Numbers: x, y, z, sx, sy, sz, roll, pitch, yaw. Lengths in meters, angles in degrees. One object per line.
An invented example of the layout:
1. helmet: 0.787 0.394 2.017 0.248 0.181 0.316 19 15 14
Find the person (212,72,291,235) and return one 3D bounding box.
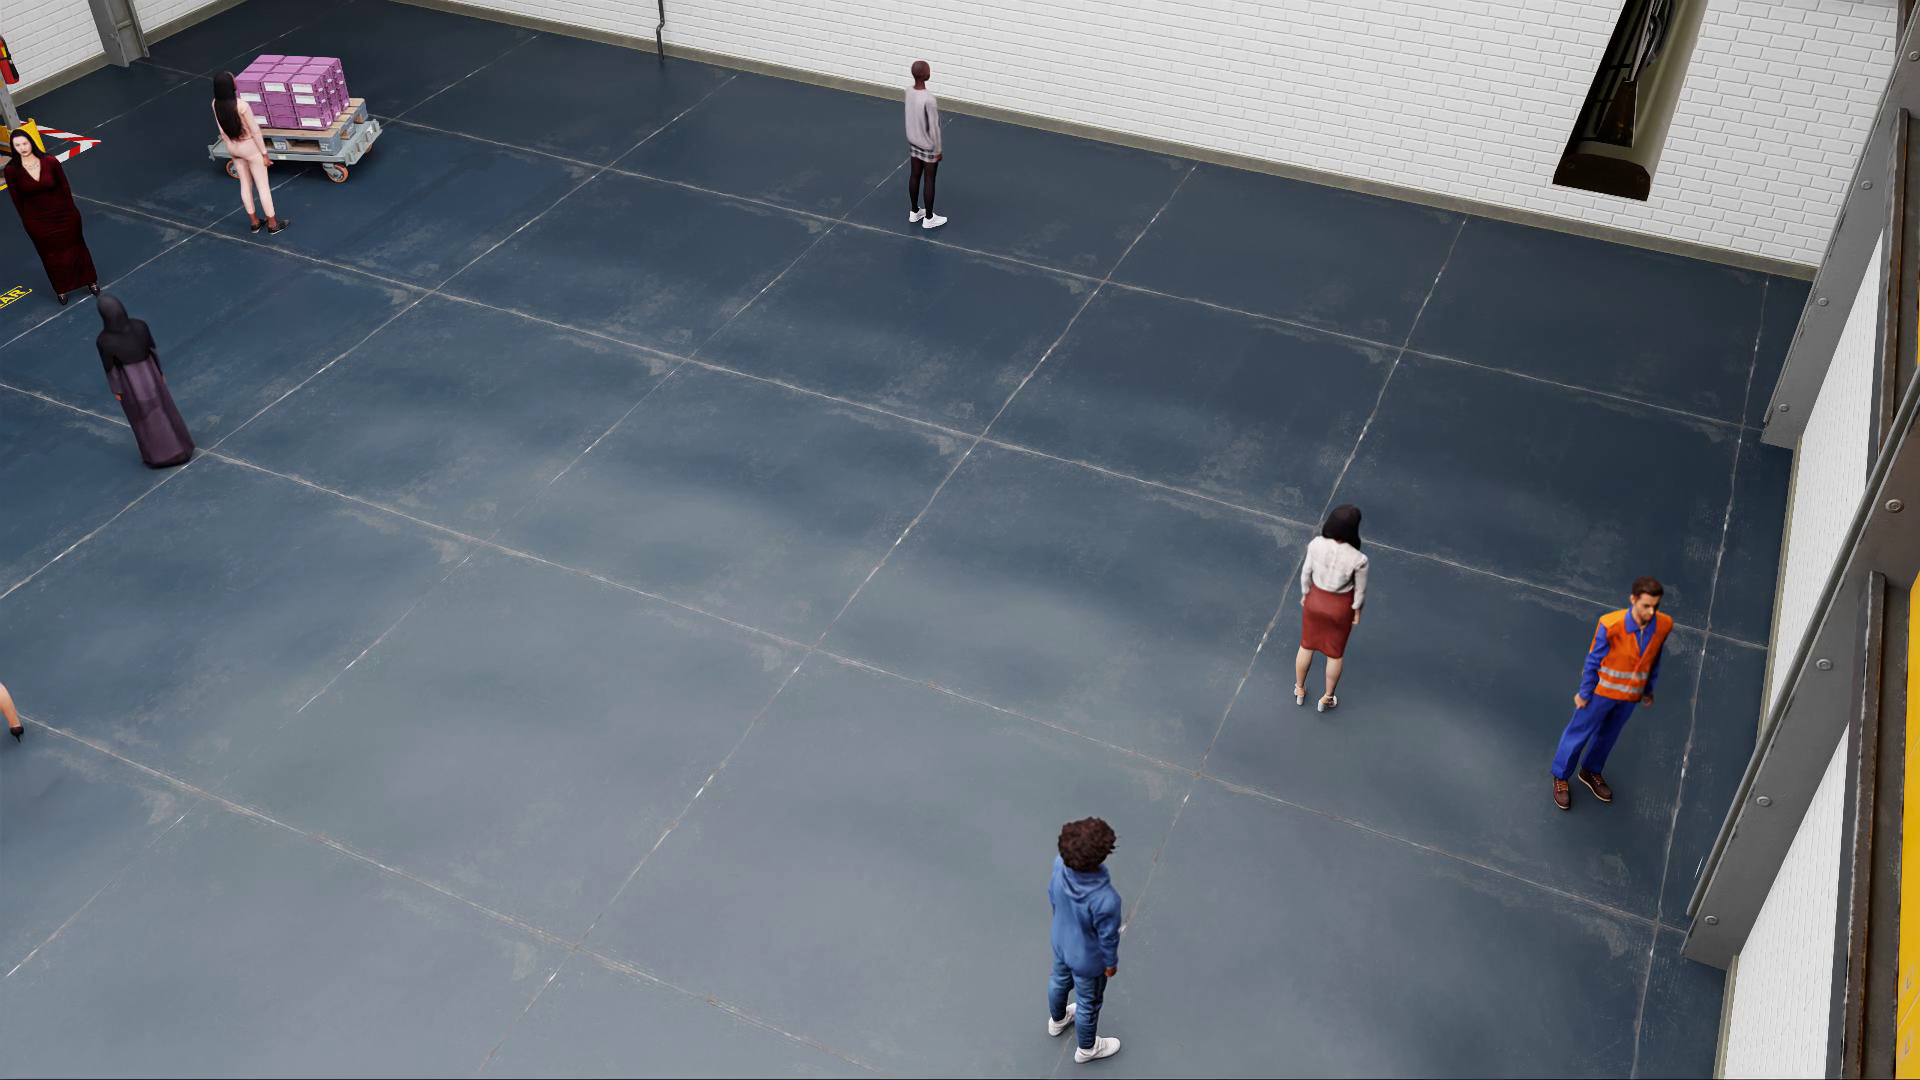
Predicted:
1. person: -7.258 -3.934 16.906 0.638 1.721 0.564 12 40 14

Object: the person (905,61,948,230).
1. person: -0.384 -4.057 17.019 0.665 1.772 0.685 -31 48 -32

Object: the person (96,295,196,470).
1. person: -6.770 -1.317 13.715 0.655 1.614 0.760 -30 47 -32

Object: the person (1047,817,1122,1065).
1. person: 0.675 2.198 9.156 0.755 1.811 0.761 -24 44 -27

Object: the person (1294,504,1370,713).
1. person: 2.525 0.473 11.363 0.606 1.751 0.523 19 42 22

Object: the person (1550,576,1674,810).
1. person: 4.192 0.958 10.667 0.785 1.864 0.802 -5 39 -6

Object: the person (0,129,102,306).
1. person: -8.656 -3.084 15.812 0.719 1.758 0.827 -23 44 -26
